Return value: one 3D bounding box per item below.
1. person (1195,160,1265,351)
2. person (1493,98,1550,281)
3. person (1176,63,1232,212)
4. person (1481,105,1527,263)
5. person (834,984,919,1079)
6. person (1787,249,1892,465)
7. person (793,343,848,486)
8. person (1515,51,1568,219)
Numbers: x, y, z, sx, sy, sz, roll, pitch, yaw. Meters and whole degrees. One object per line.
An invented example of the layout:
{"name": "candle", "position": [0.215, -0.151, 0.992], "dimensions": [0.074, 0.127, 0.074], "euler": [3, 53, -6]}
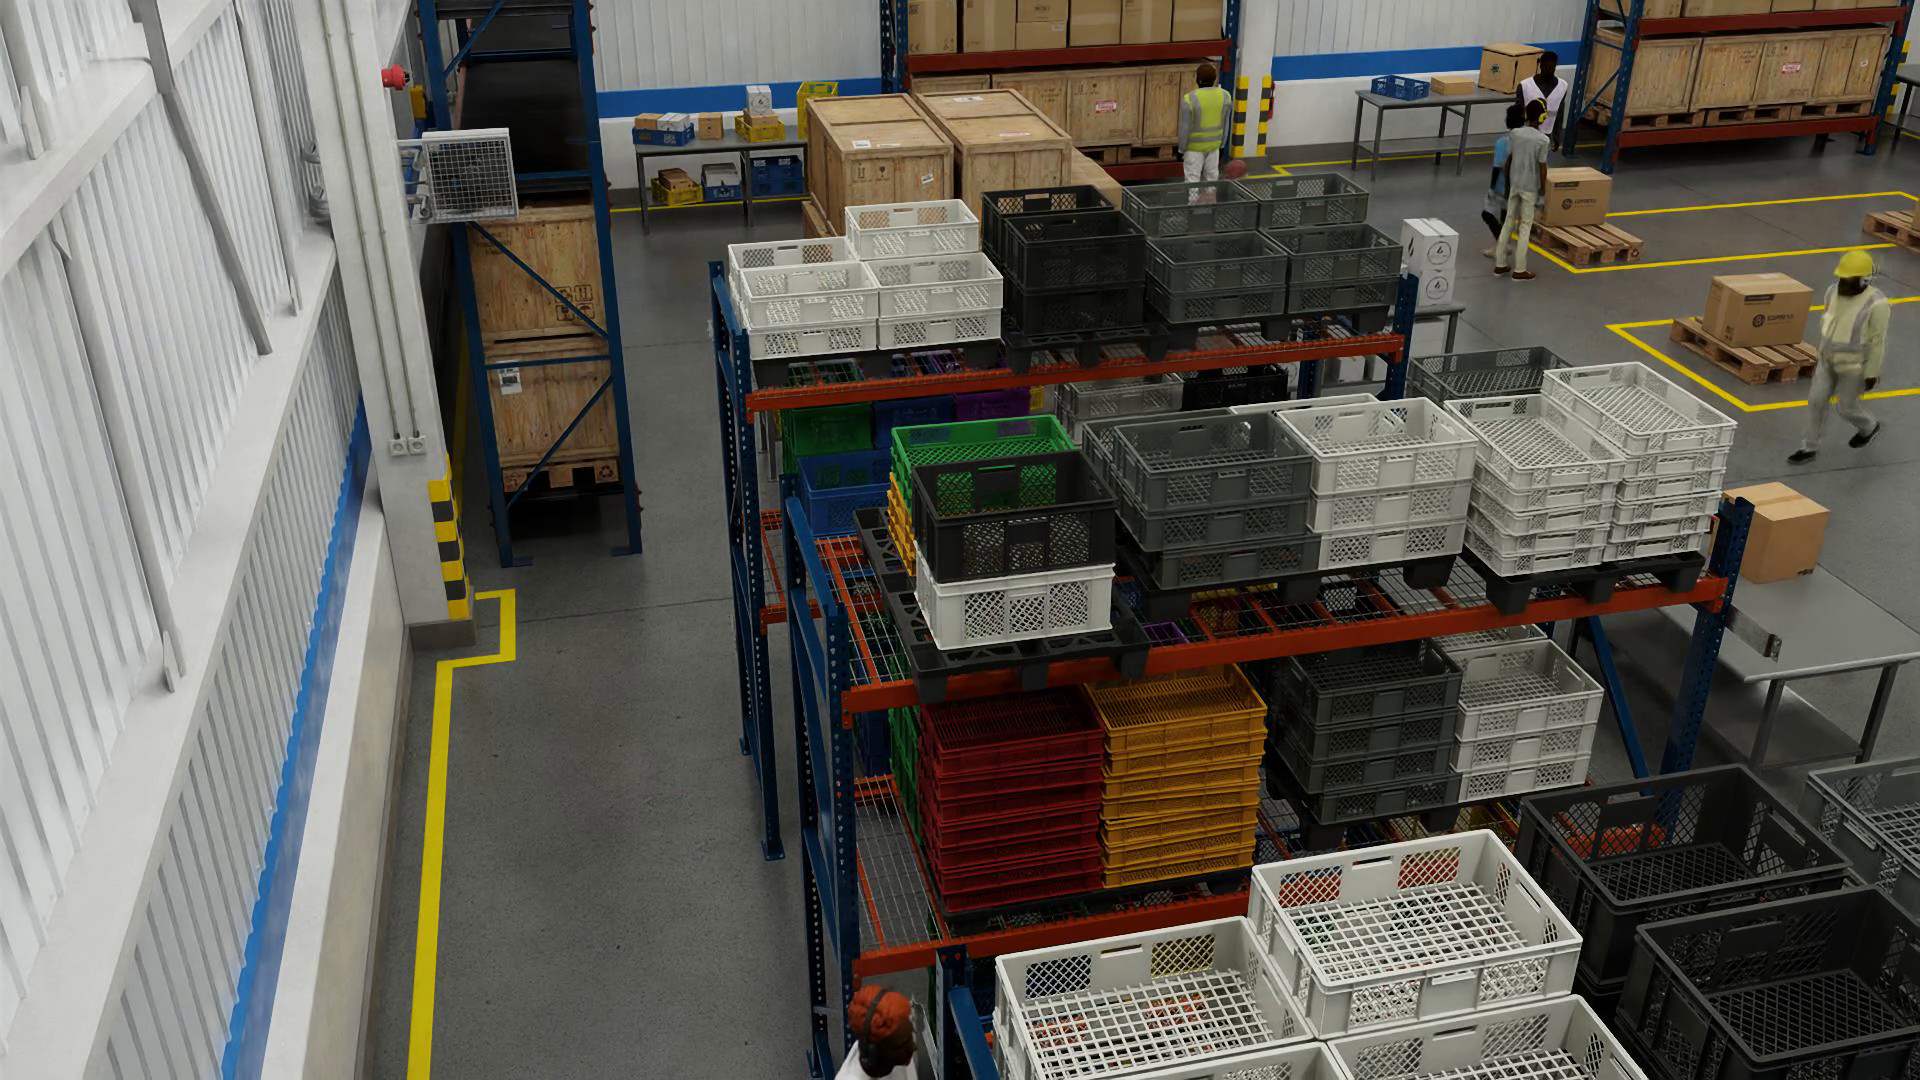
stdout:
{"name": "person", "position": [2.497, -2.512, 15.090], "dimensions": [0.694, 1.860, 0.827], "euler": [22, 35, 36]}
{"name": "person", "position": [5.838, -3.614, 17.182], "dimensions": [0.328, 1.862, 0.513], "euler": [-19, 33, -32]}
{"name": "person", "position": [2.721, -4.437, 18.763], "dimensions": [0.630, 1.843, 0.429], "euler": [-11, 30, -20]}
{"name": "person", "position": [5.819, -3.753, 17.630], "dimensions": [0.543, 1.685, 0.430], "euler": [-15, 31, -26]}
{"name": "person", "position": [-0.286, 2.320, 5.900], "dimensions": [0.357, 1.881, 0.574], "euler": [9, 29, 17]}
{"name": "person", "position": [7.056, -1.444, 13.134], "dimensions": [0.715, 1.800, 0.618], "euler": [-10, 29, -18]}
{"name": "person", "position": [-1.029, -0.826, 11.836], "dimensions": [0.700, 1.912, 0.652], "euler": [-11, 30, -19]}
{"name": "person", "position": [6.604, -4.654, 19.105], "dimensions": [0.592, 1.910, 0.384], "euler": [-2, 28, -4]}
